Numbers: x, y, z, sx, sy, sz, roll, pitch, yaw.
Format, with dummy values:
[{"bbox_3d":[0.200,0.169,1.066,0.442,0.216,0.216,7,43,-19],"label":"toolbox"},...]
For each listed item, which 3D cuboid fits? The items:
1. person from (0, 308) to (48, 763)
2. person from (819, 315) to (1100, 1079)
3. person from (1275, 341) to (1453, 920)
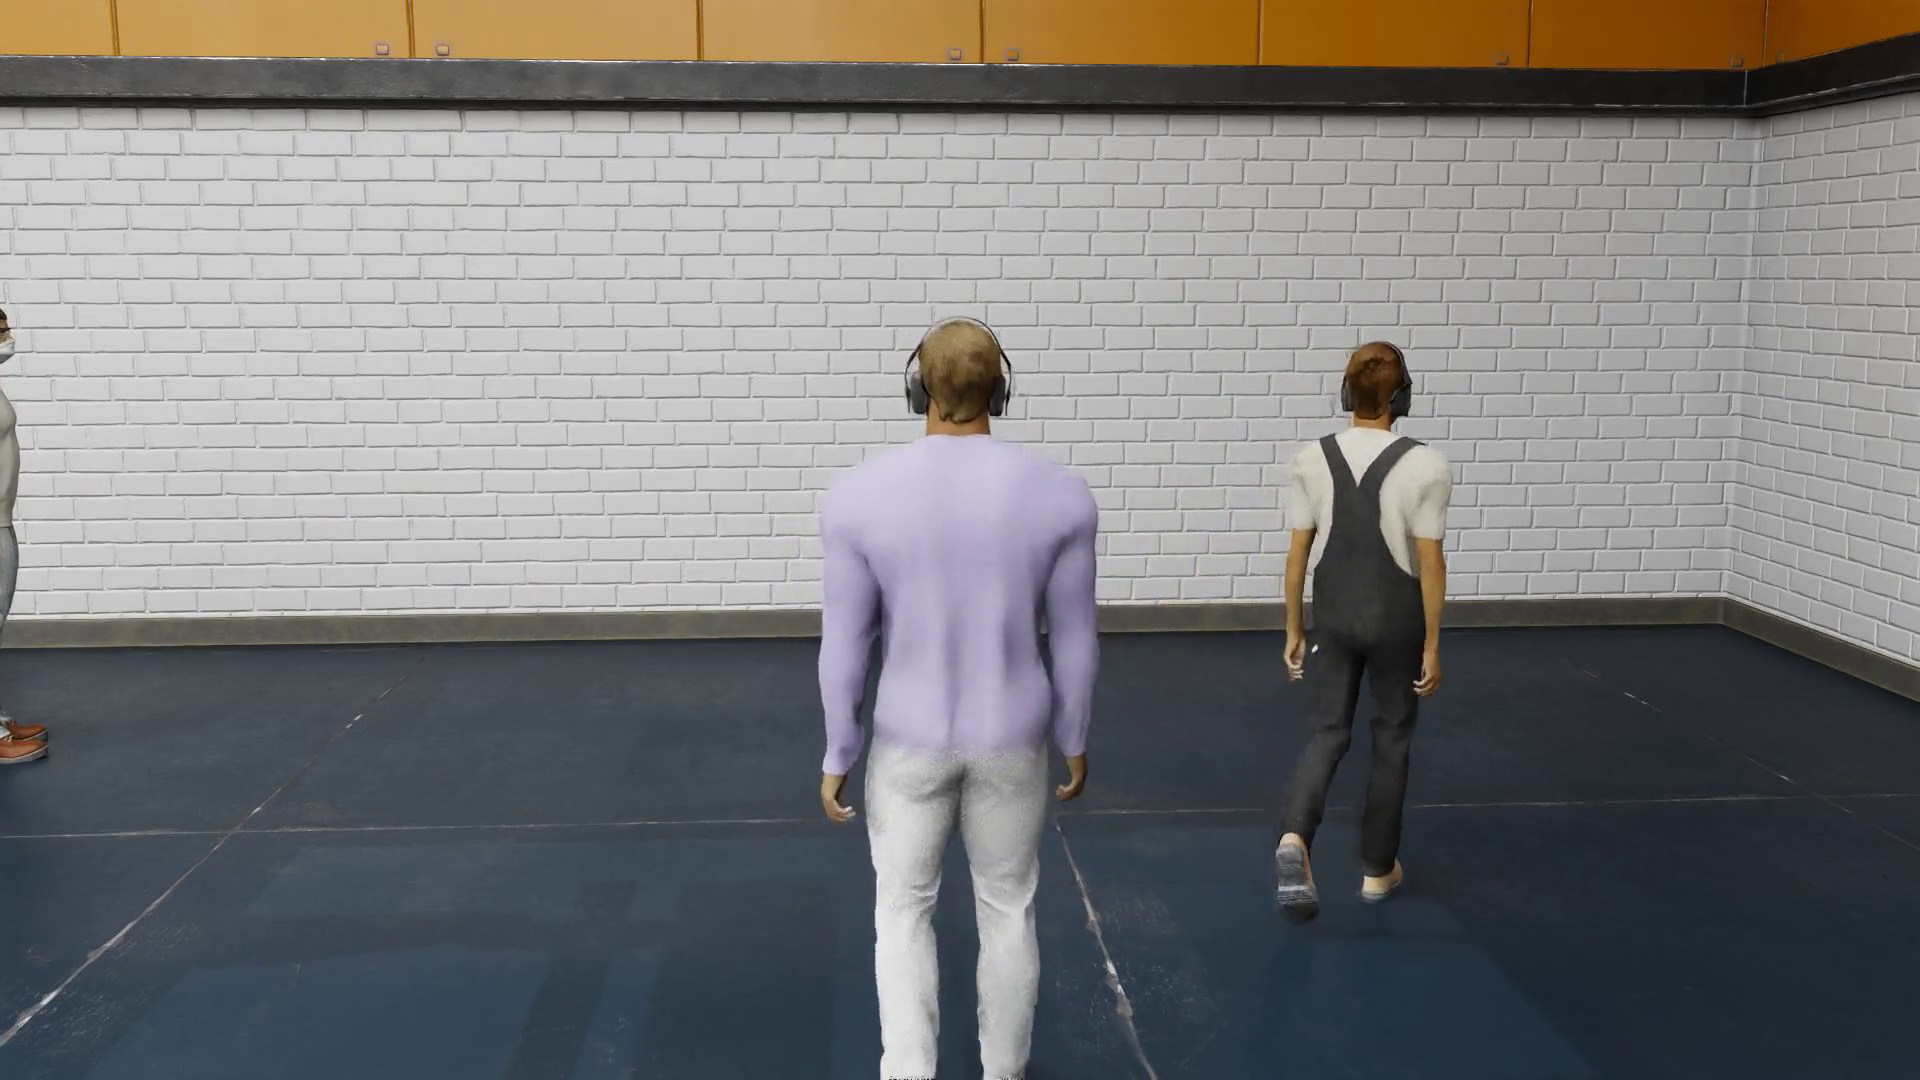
[{"bbox_3d":[-4.076,-0.042,6.943,0.355,1.938,0.634,-4,10,-26],"label":"person"},{"bbox_3d":[0.000,0.458,3.840,0.640,1.943,0.432,-1,9,-4],"label":"person"},{"bbox_3d":[1.242,0.296,5.191,0.510,1.826,0.737,6,11,31],"label":"person"}]
